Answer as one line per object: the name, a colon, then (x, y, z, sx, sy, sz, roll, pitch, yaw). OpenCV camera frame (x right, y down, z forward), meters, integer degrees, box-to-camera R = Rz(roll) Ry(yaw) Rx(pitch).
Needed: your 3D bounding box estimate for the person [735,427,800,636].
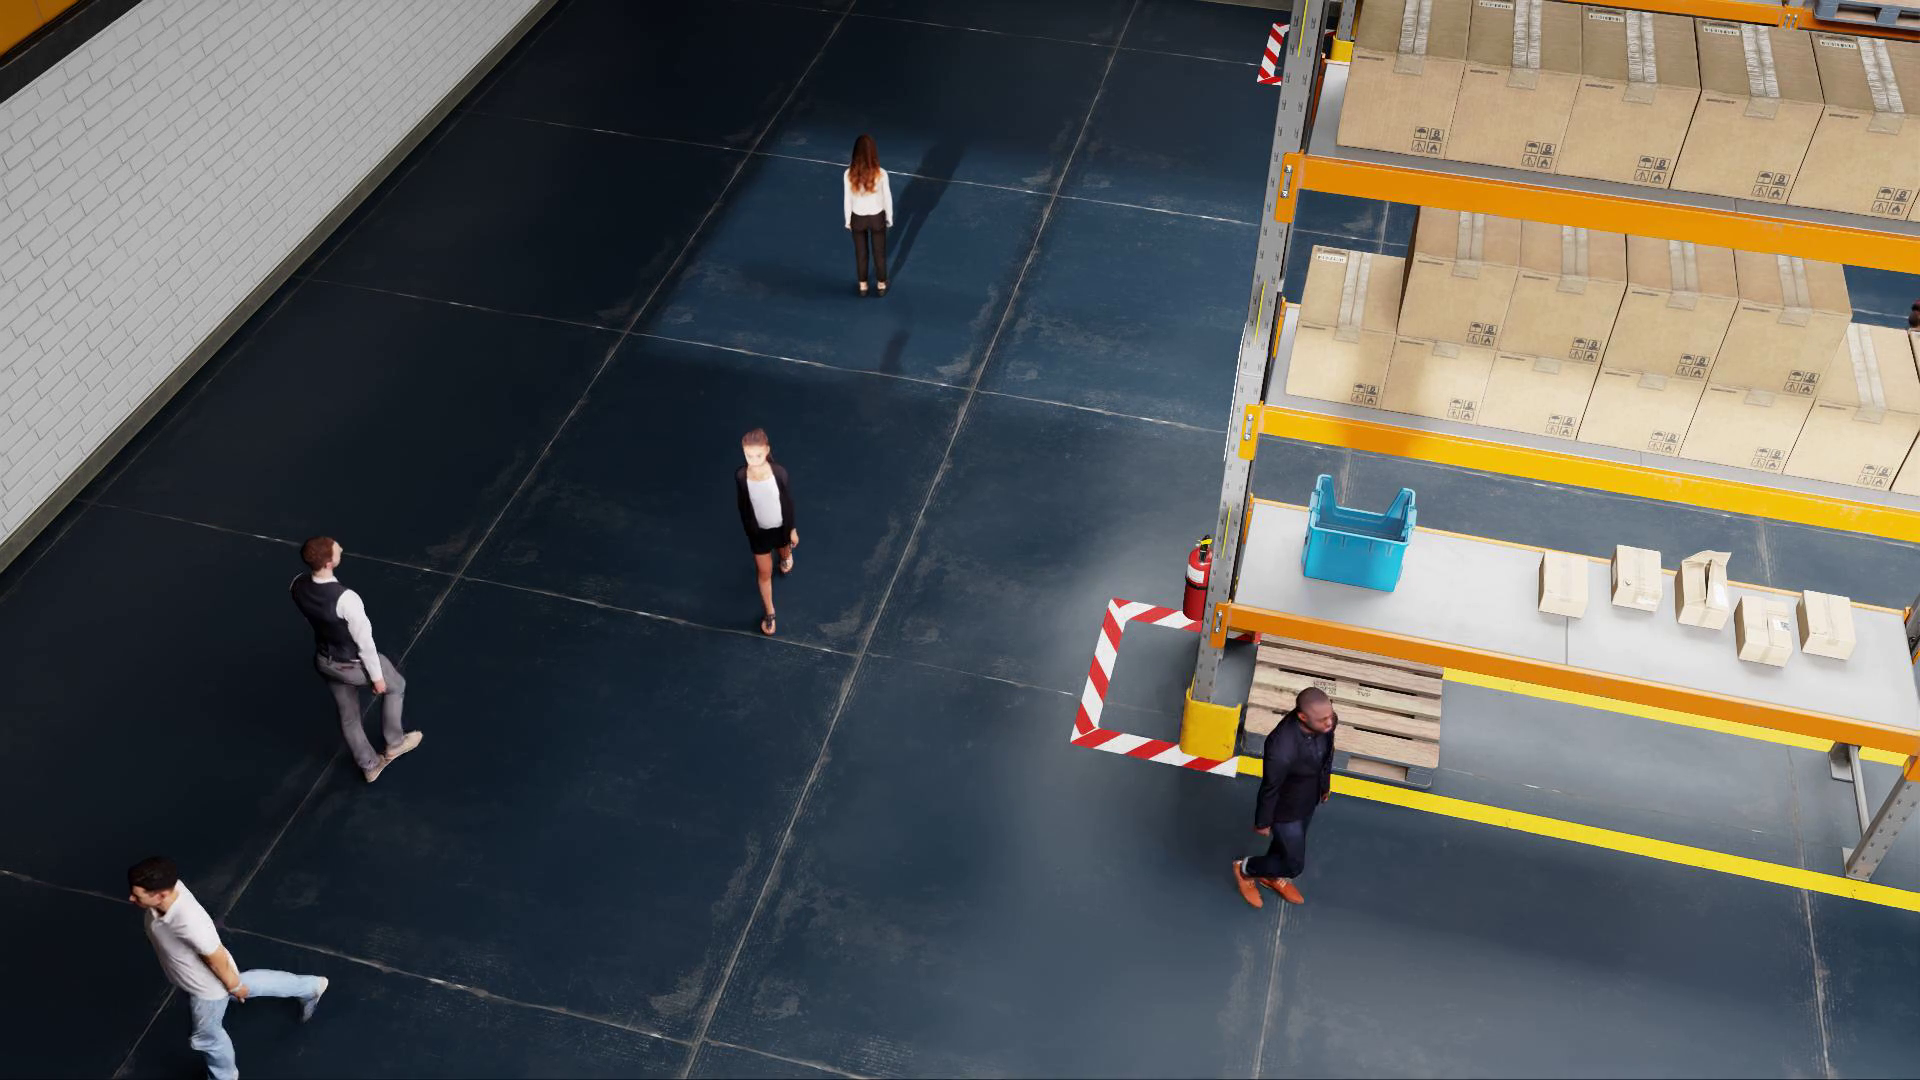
person: (-1.270, -0.161, 11.151, 1.016, 1.531, 0.842, -4, 44, -4)

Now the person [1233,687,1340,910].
person: (1.788, 1.409, 9.302, 0.827, 1.808, 0.813, 30, 51, 27)

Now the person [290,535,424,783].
person: (-3.692, 0.780, 9.878, 0.681, 1.924, 0.803, 17, 46, 17)

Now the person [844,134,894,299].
person: (-0.763, -2.675, 13.824, 0.497, 1.484, 0.656, 0, 44, 0)

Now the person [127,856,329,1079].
person: (-3.794, 2.145, 8.508, 1.158, 1.837, 1.177, -28, 50, -26)
